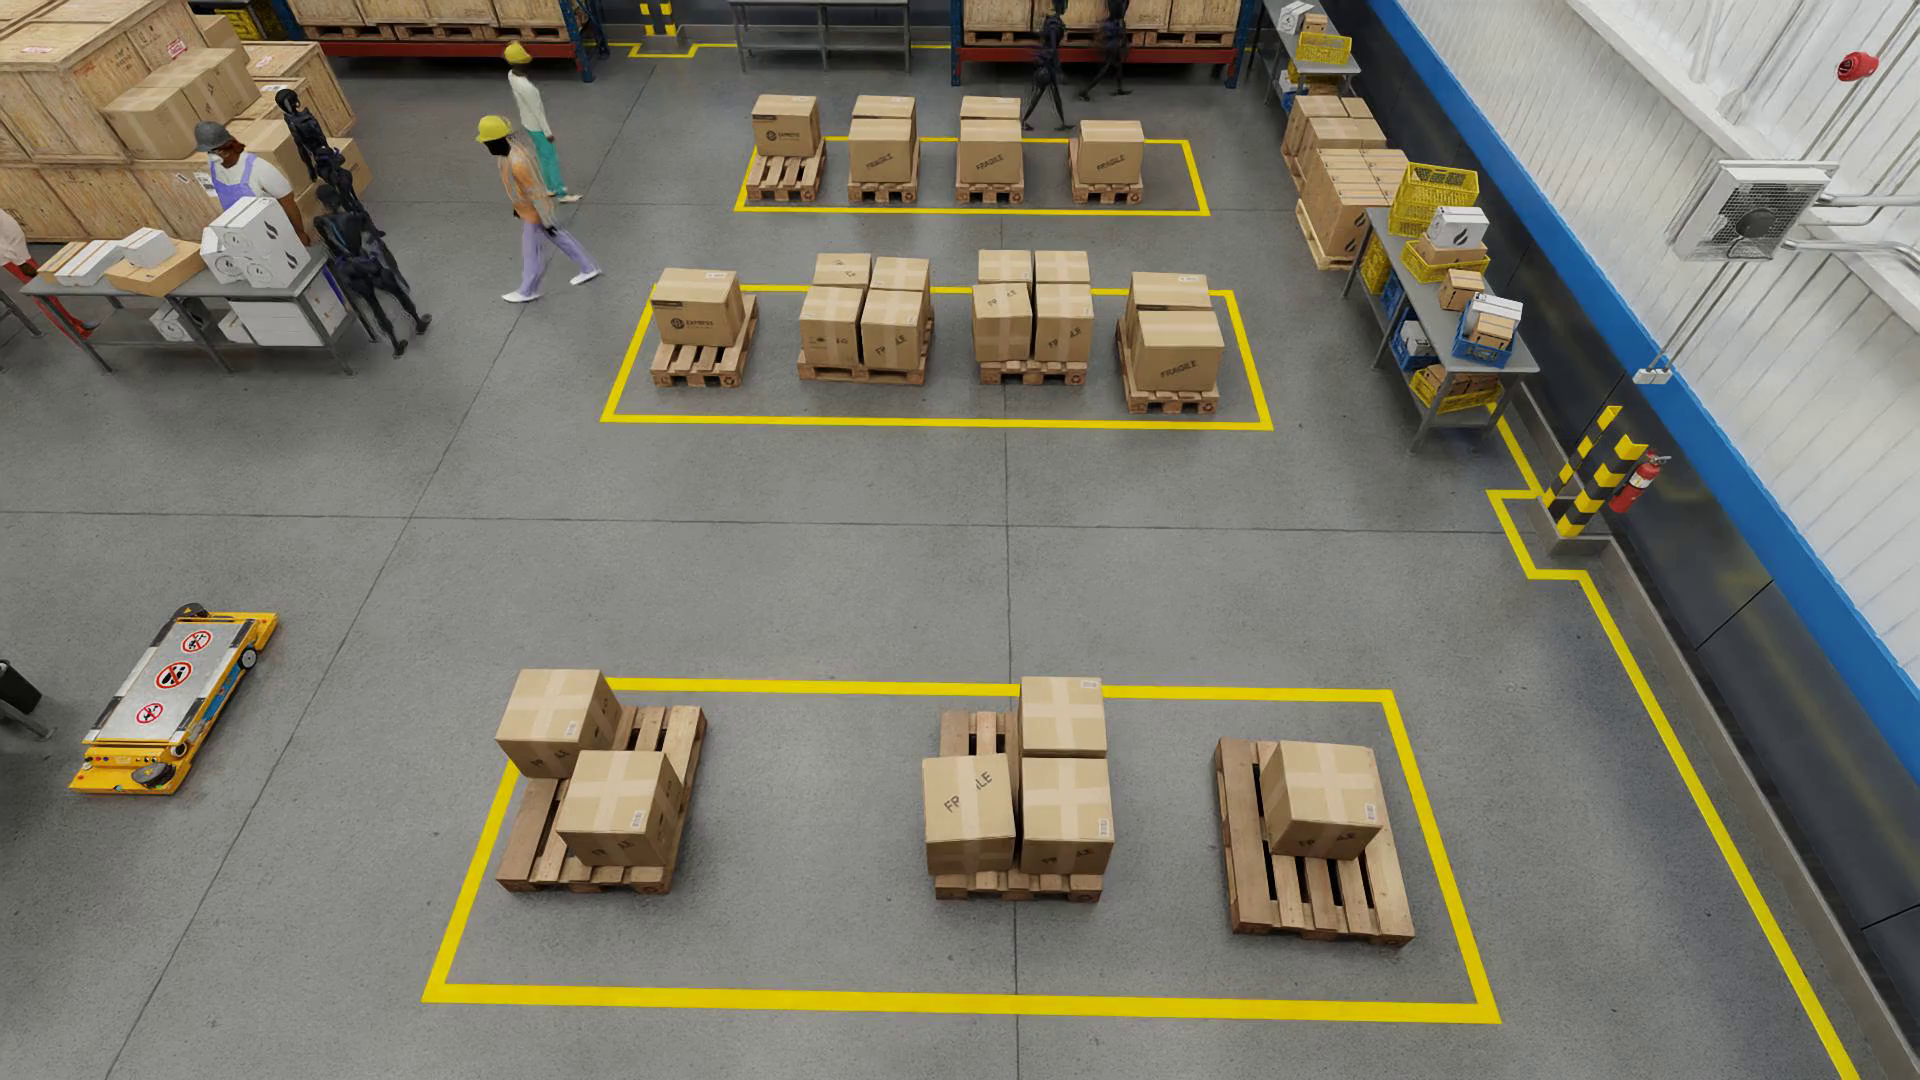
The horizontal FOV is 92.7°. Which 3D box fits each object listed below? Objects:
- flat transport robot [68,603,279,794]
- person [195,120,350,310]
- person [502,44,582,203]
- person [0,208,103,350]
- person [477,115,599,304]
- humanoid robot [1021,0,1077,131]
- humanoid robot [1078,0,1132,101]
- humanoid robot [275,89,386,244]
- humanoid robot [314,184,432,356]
[{"bbox_3d":[-5.504,1.072,6.442,0.652,0.197,1.431,1,50,1],"label":"flat transport robot"},{"bbox_3d":[-6.571,-2.961,8.713,0.674,2.000,0.537,9,50,8],"label":"person"},{"bbox_3d":[-4.750,-4.681,10.361,0.333,1.761,0.537,-32,57,-24],"label":"person"},{"bbox_3d":[-8.780,-2.680,8.504,0.376,1.995,0.610,-36,59,-27],"label":"person"},{"bbox_3d":[-4.303,-3.263,9.071,1.013,1.867,0.606,-24,54,-19],"label":"person"},{"bbox_3d":[1.118,-5.955,11.524,0.797,1.615,0.603,16,52,13],"label":"humanoid robot"},{"bbox_3d":[1.991,-6.662,12.116,0.757,1.636,0.594,-1,50,-1],"label":"humanoid robot"},{"bbox_3d":[-6.776,-3.989,9.817,0.582,1.651,0.313,22,53,17],"label":"humanoid robot"},{"bbox_3d":[-5.541,-2.569,8.633,0.589,1.634,0.669,-7,50,-6],"label":"humanoid robot"}]
